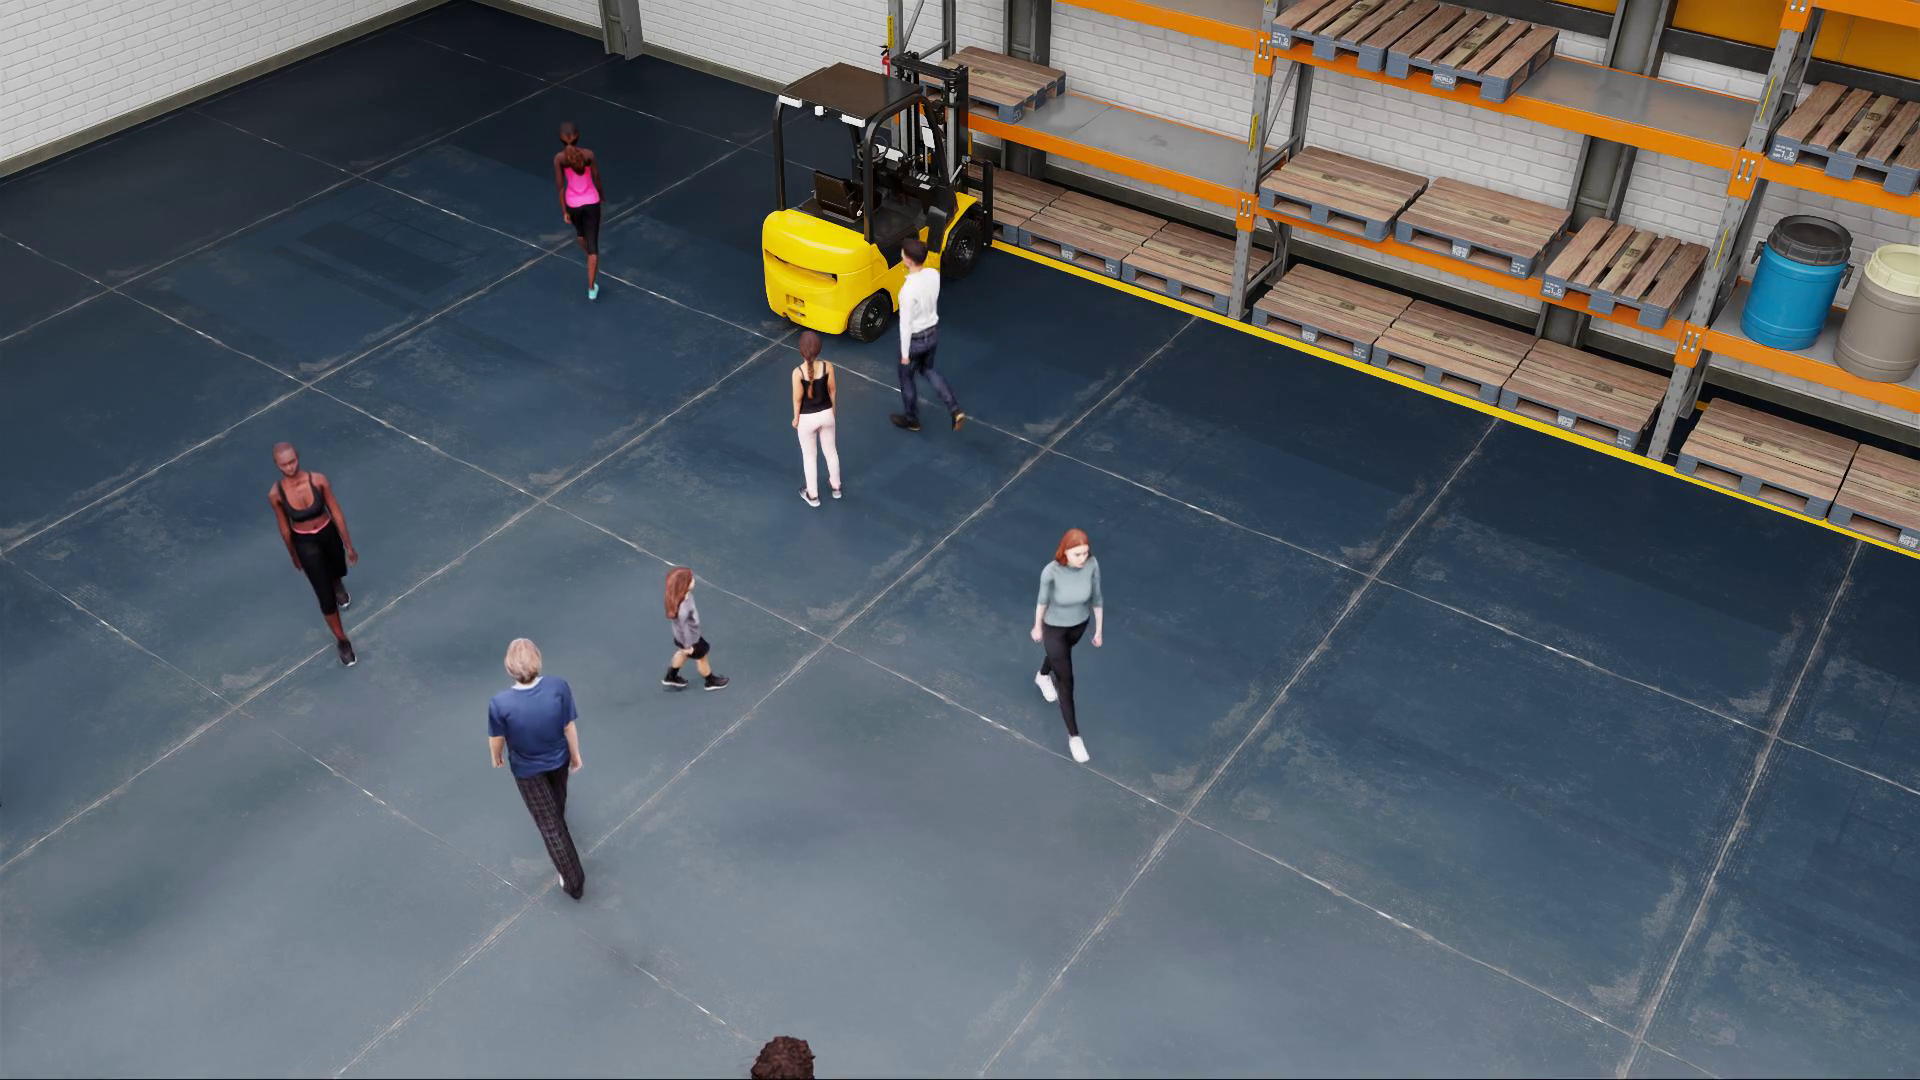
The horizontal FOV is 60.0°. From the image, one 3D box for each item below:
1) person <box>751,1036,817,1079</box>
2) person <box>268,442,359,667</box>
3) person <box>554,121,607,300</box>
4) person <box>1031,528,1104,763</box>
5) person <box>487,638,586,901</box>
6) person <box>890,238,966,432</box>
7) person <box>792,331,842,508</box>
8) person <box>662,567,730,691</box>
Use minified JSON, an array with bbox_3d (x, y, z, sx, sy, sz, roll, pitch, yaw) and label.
[{"bbox_3d":[-0.796,3.024,8.029,0.720,1.808,0.813,-2,39,-3],"label":"person"},{"bbox_3d":[-4.598,-0.016,11.901,0.910,1.725,1.231,-22,43,-25],"label":"person"},{"bbox_3d":[-3.578,-3.101,15.815,1.089,1.663,1.080,-3,39,-4],"label":"person"},{"bbox_3d":[0.689,0.563,11.209,1.030,1.685,1.215,-13,40,-16],"label":"person"},{"bbox_3d":[-2.496,1.414,10.036,1.003,1.819,1.277,-20,43,-24],"label":"person"},{"bbox_3d":[-0.267,-1.646,13.845,0.991,1.847,0.675,27,46,30],"label":"person"},{"bbox_3d":[-1.147,-0.975,13.231,0.616,1.564,0.642,-16,41,-20],"label":"person"},{"bbox_3d":[-1.947,0.627,11.601,0.765,1.096,0.715,-9,39,-11],"label":"person"}]
